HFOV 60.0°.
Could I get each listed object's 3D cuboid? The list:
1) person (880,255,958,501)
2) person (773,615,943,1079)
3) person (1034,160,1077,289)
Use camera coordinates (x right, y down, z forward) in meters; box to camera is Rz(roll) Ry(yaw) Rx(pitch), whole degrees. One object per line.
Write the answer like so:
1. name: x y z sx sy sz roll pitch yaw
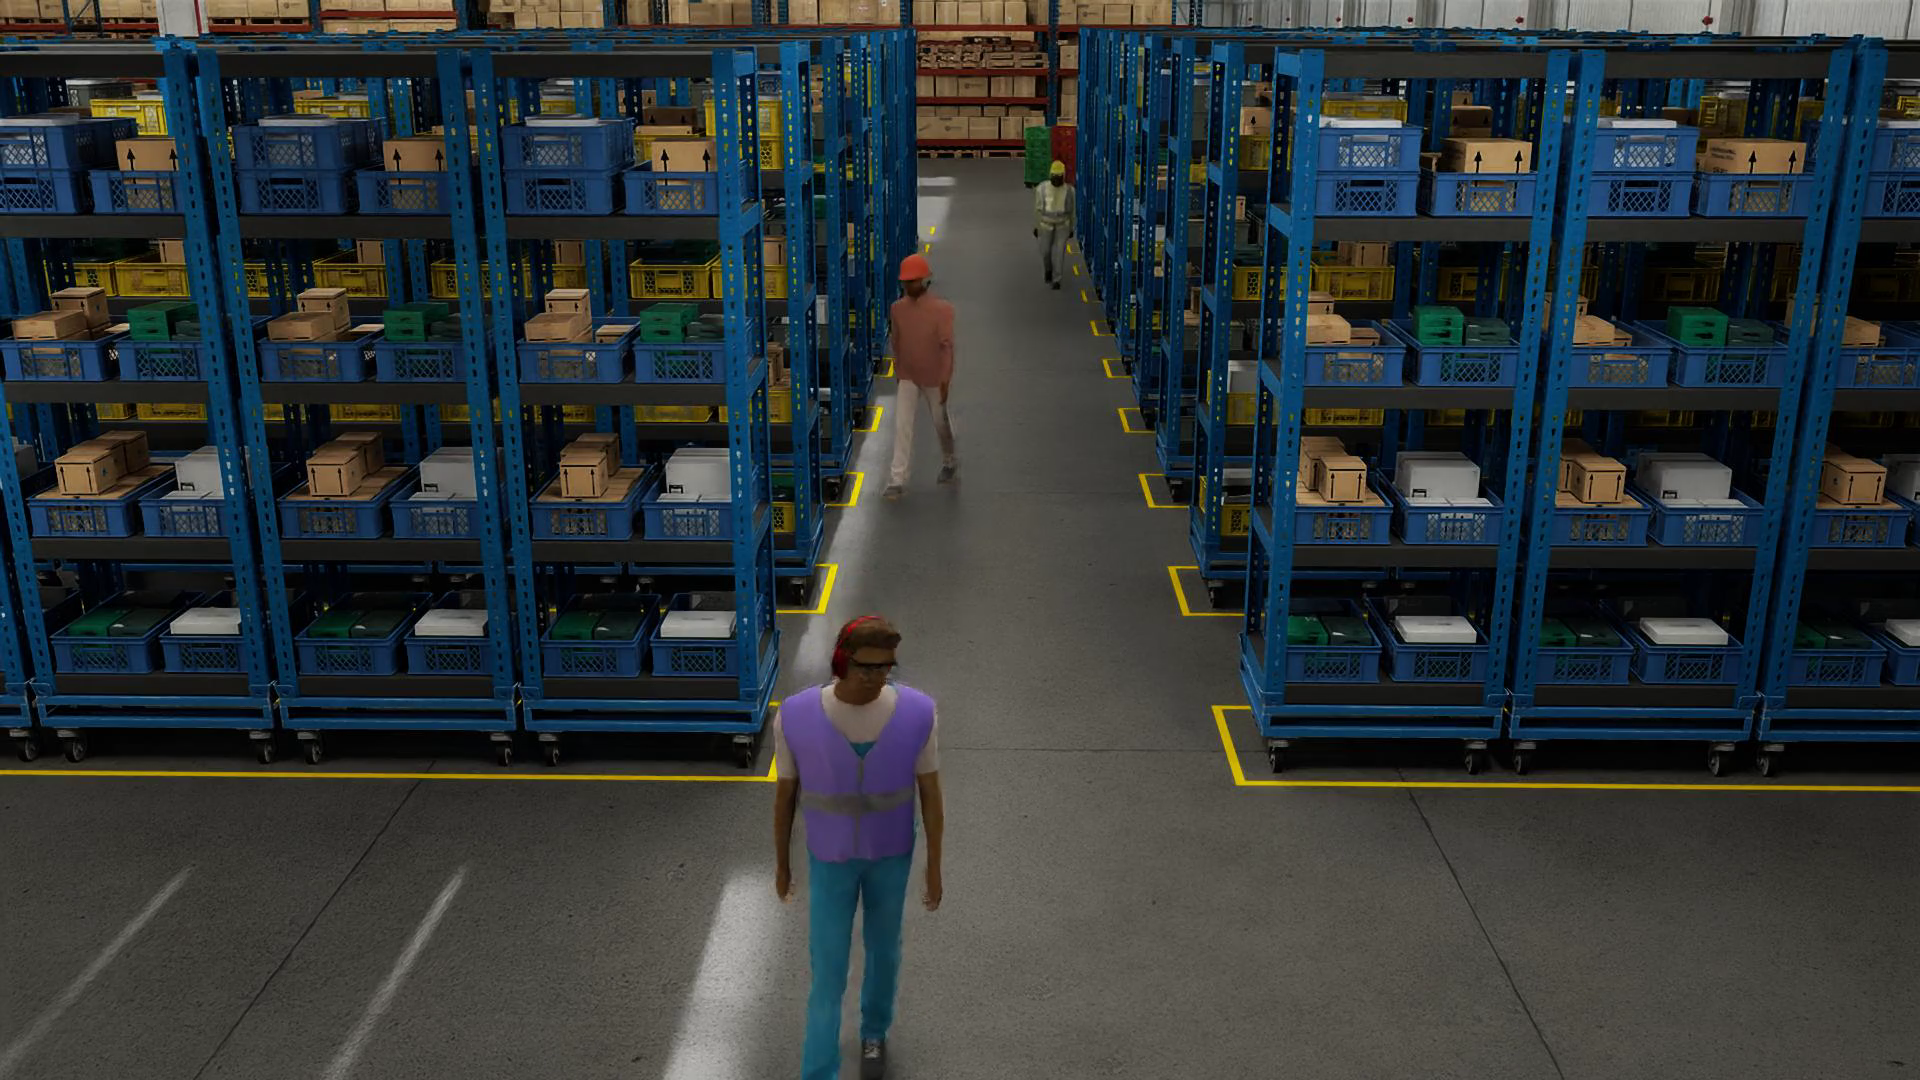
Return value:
1. person: -0.292 -1.332 13.431 0.622 1.951 1.018 8 19 24
2. person: -0.329 1.161 5.704 0.594 1.804 0.785 -4 18 -12
3. person: 1.358 -4.491 23.691 0.616 1.819 0.429 1 17 4
